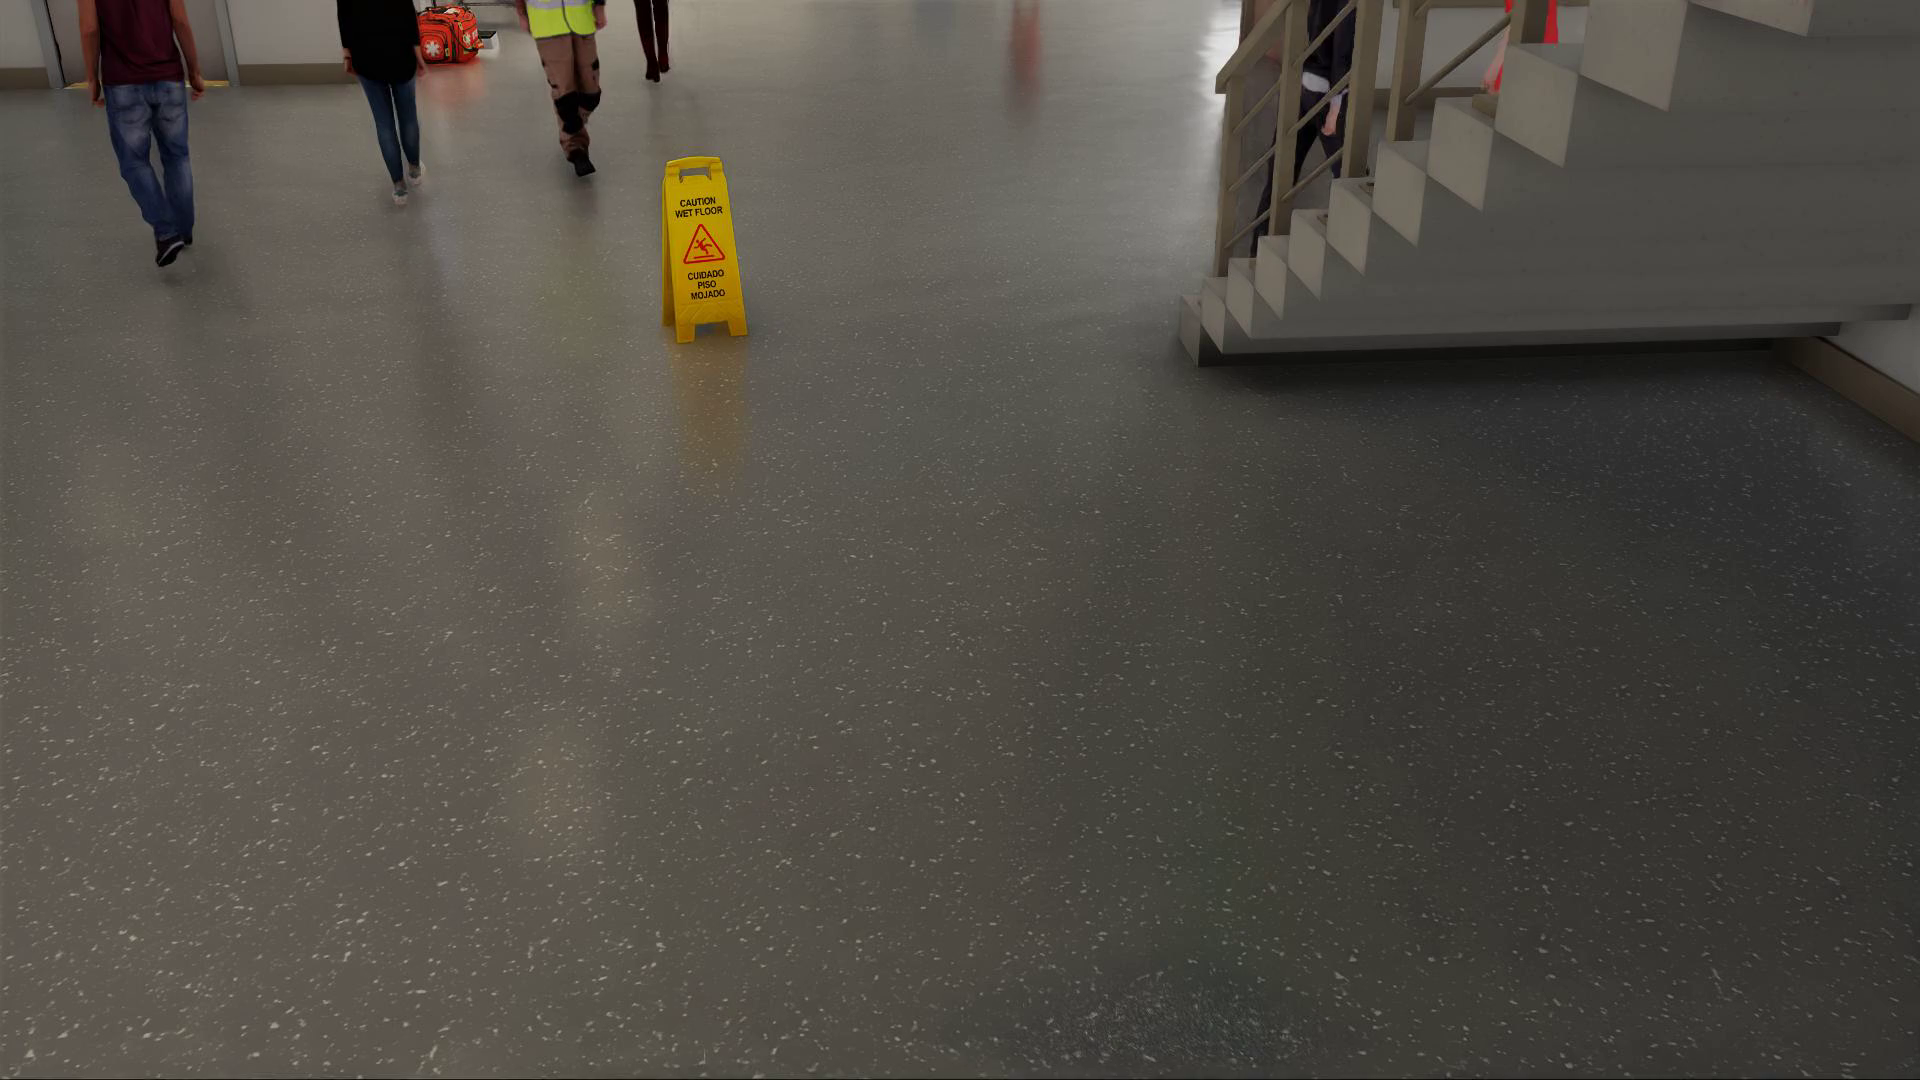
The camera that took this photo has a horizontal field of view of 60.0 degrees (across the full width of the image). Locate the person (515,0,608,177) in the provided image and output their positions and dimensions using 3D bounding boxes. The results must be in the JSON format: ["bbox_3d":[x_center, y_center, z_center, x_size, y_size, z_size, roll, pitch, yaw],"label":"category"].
[{"bbox_3d":[-2.393,-3.127,9.994,0.926,1.817,1.106,-12,28,-24],"label":"person"}]

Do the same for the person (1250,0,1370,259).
[{"bbox_3d":[1.601,-1.994,7.741,0.790,1.732,1.039,-8,27,-16],"label":"person"}]

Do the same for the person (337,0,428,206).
[{"bbox_3d":[-3.228,-2.693,9.314,0.727,1.625,0.959,-8,27,-16],"label":"person"}]

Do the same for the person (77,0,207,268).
[{"bbox_3d":[-4.003,-2.253,8.168,1.025,1.828,1.181,-19,31,-34],"label":"person"}]

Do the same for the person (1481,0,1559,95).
[{"bbox_3d":[3.045,-2.464,8.637,0.827,1.800,0.837,3,26,7],"label":"person"}]
